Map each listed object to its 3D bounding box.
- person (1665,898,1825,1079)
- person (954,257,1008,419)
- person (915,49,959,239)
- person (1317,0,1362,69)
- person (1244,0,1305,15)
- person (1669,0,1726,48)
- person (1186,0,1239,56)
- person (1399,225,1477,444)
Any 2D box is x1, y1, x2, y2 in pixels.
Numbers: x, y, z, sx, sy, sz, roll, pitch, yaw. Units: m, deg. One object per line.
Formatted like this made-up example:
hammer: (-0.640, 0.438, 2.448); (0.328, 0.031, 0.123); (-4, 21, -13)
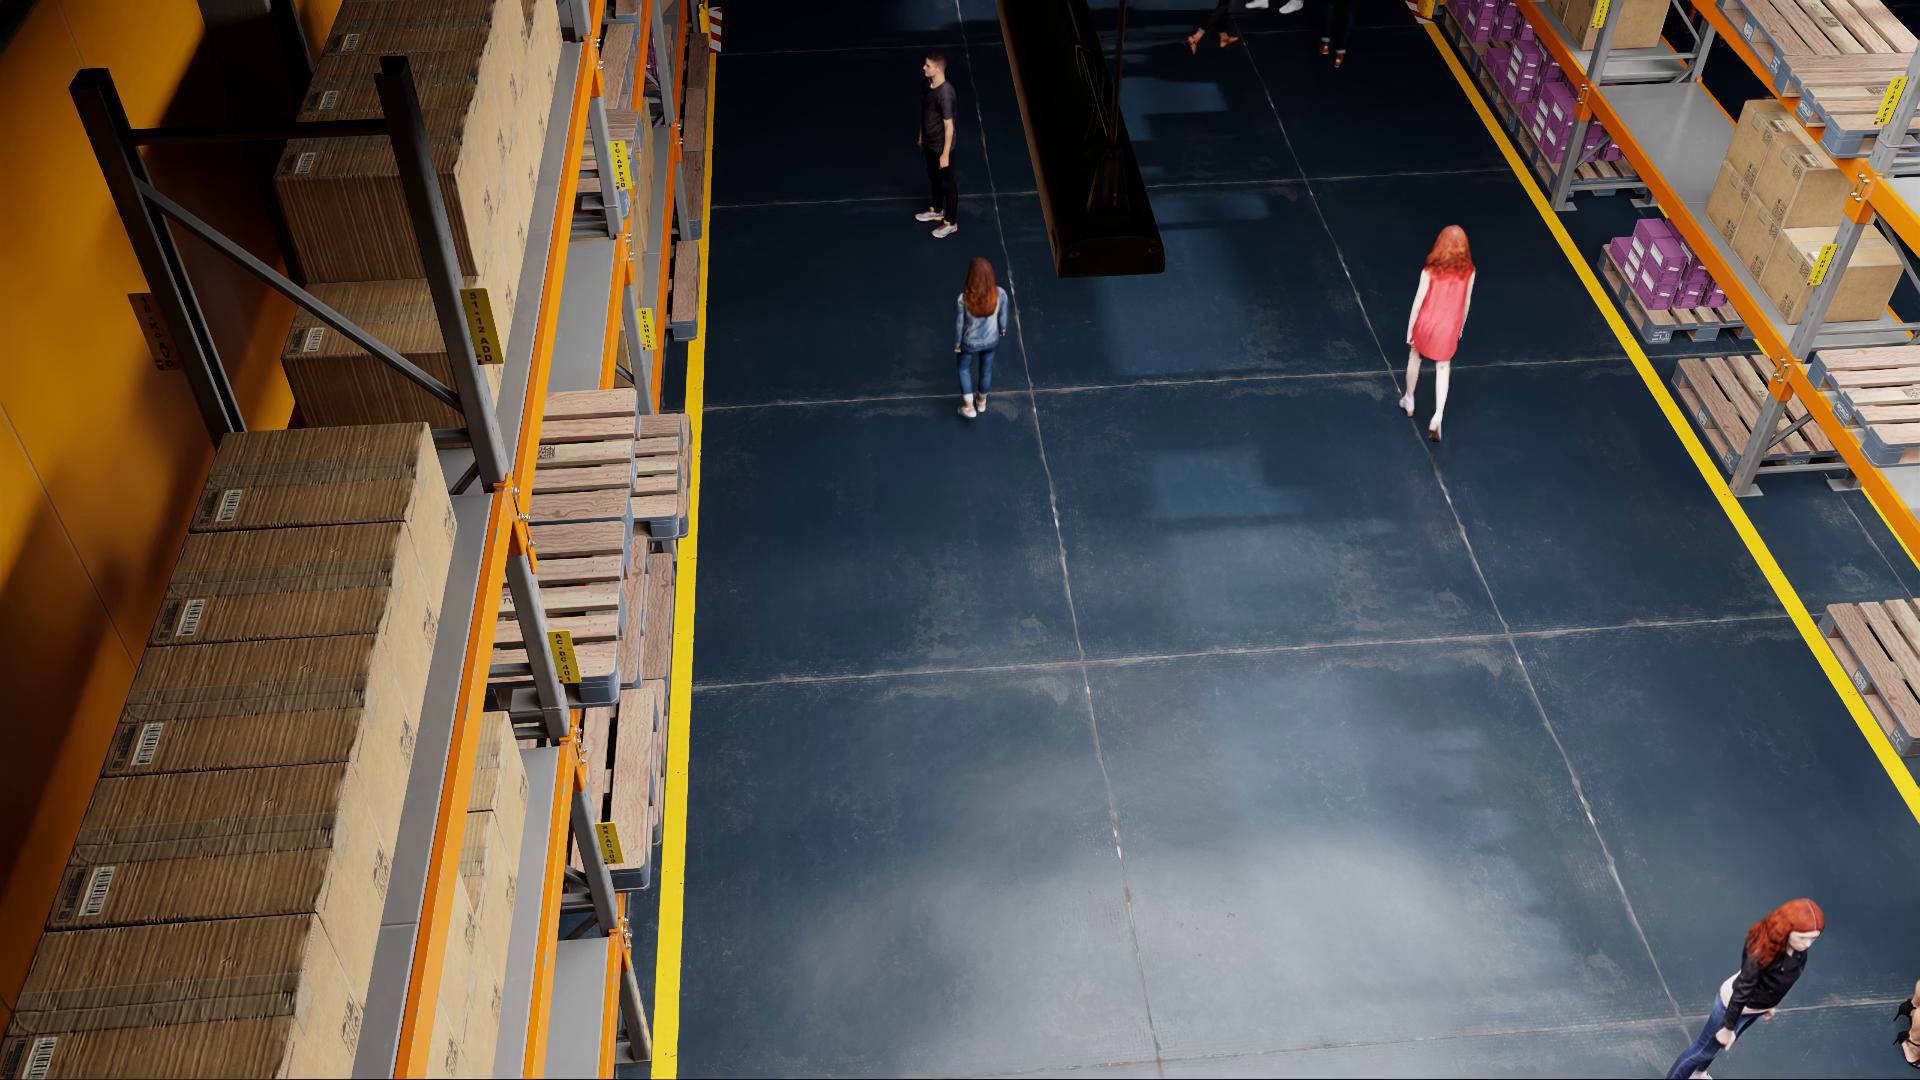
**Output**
person: (4.005, 2.386, 8.509); (0.658, 1.790, 0.673); (-22, 48, -21)
person: (0.165, -1.531, 12.852); (0.612, 1.472, 0.634); (-8, 44, -8)
person: (-0.183, -3.521, 14.730); (0.771, 1.763, 0.609); (-20, 47, -19)
person: (3.972, -5.693, 16.979); (0.790, 1.805, 0.786); (9, 44, 10)
person: (3.635, -6.538, 17.874); (0.871, 1.794, 0.881); (-12, 45, -13)
person: (8.065, -5.953, 17.319); (0.864, 1.713, 0.984); (-24, 49, -23)
person: (2.663, -5.839, 17.133); (1.013, 1.804, 1.066); (-27, 50, -26)
person: (3.635, -1.534, 12.614); (0.699, 1.804, 1.040); (2, 44, 2)
